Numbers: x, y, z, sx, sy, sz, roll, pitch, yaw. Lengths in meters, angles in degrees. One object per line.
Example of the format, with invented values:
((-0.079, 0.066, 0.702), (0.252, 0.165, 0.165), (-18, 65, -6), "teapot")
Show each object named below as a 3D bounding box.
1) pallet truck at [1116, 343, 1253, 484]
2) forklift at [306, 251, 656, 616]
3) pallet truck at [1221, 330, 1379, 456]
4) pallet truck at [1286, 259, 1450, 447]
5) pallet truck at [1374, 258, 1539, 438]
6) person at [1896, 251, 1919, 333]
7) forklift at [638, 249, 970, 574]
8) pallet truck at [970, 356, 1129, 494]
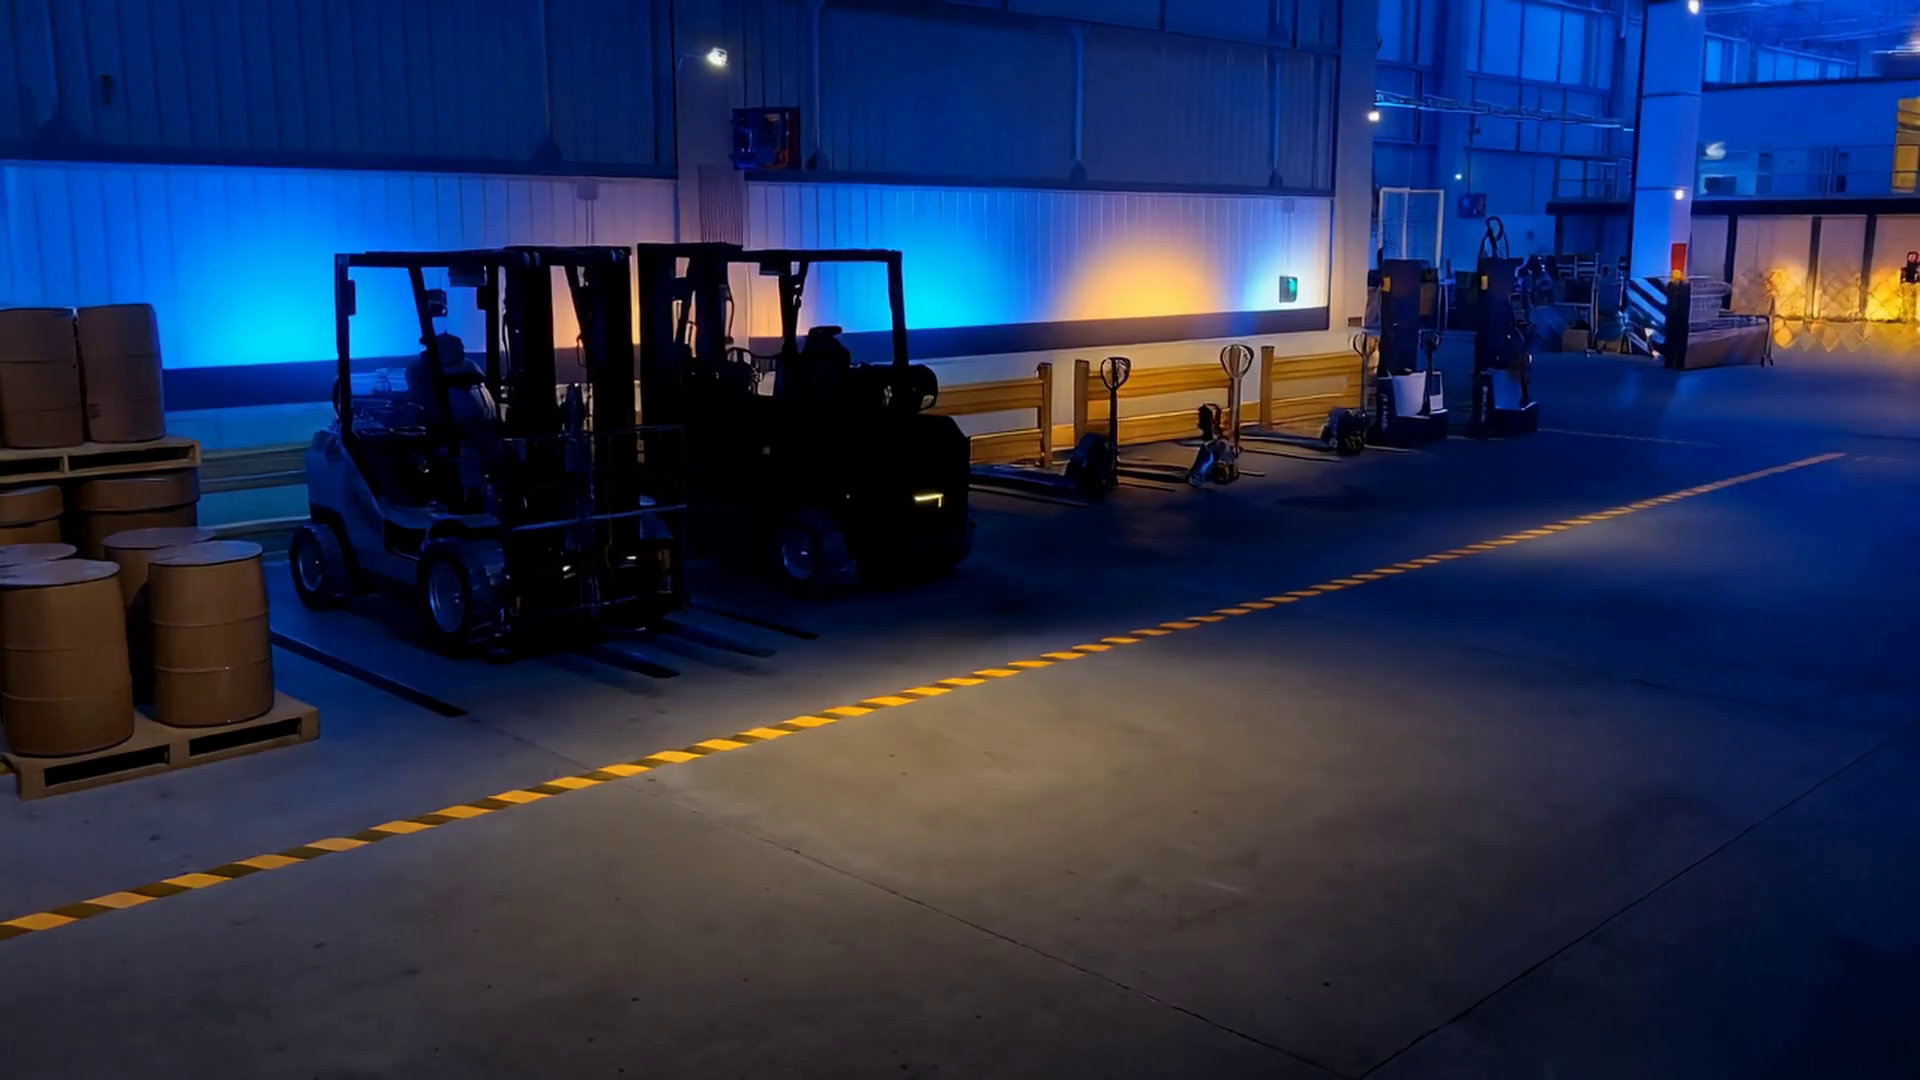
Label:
((1.962, -1.215, 15.415), (1.522, 1.261, 0.704), (10, 14, 43), "pallet truck")
((-2.833, -0.669, 9.694), (1.157, 1.987, 2.680), (-10, 14, -44), "forklift")
((3.563, -1.581, 17.381), (0.653, 1.274, 1.630), (-10, 14, -44), "pallet truck")
((4.493, -2.078, 18.196), (0.823, 1.965, 1.885), (-9, 14, -40), "pallet truck")
((5.704, -2.208, 18.901), (1.885, 1.965, 0.823), (10, 14, 43), "pallet truck")
((21.908, -5.721, 38.368), (0.355, 1.885, 0.574), (-10, 14, -44), "person")
((-1.173, -0.958, 11.239), (2.680, 1.987, 1.157), (10, 14, 43), "forklift")
((0.784, -1.085, 14.876), (0.680, 1.201, 1.601), (-10, 14, -44), "pallet truck")
